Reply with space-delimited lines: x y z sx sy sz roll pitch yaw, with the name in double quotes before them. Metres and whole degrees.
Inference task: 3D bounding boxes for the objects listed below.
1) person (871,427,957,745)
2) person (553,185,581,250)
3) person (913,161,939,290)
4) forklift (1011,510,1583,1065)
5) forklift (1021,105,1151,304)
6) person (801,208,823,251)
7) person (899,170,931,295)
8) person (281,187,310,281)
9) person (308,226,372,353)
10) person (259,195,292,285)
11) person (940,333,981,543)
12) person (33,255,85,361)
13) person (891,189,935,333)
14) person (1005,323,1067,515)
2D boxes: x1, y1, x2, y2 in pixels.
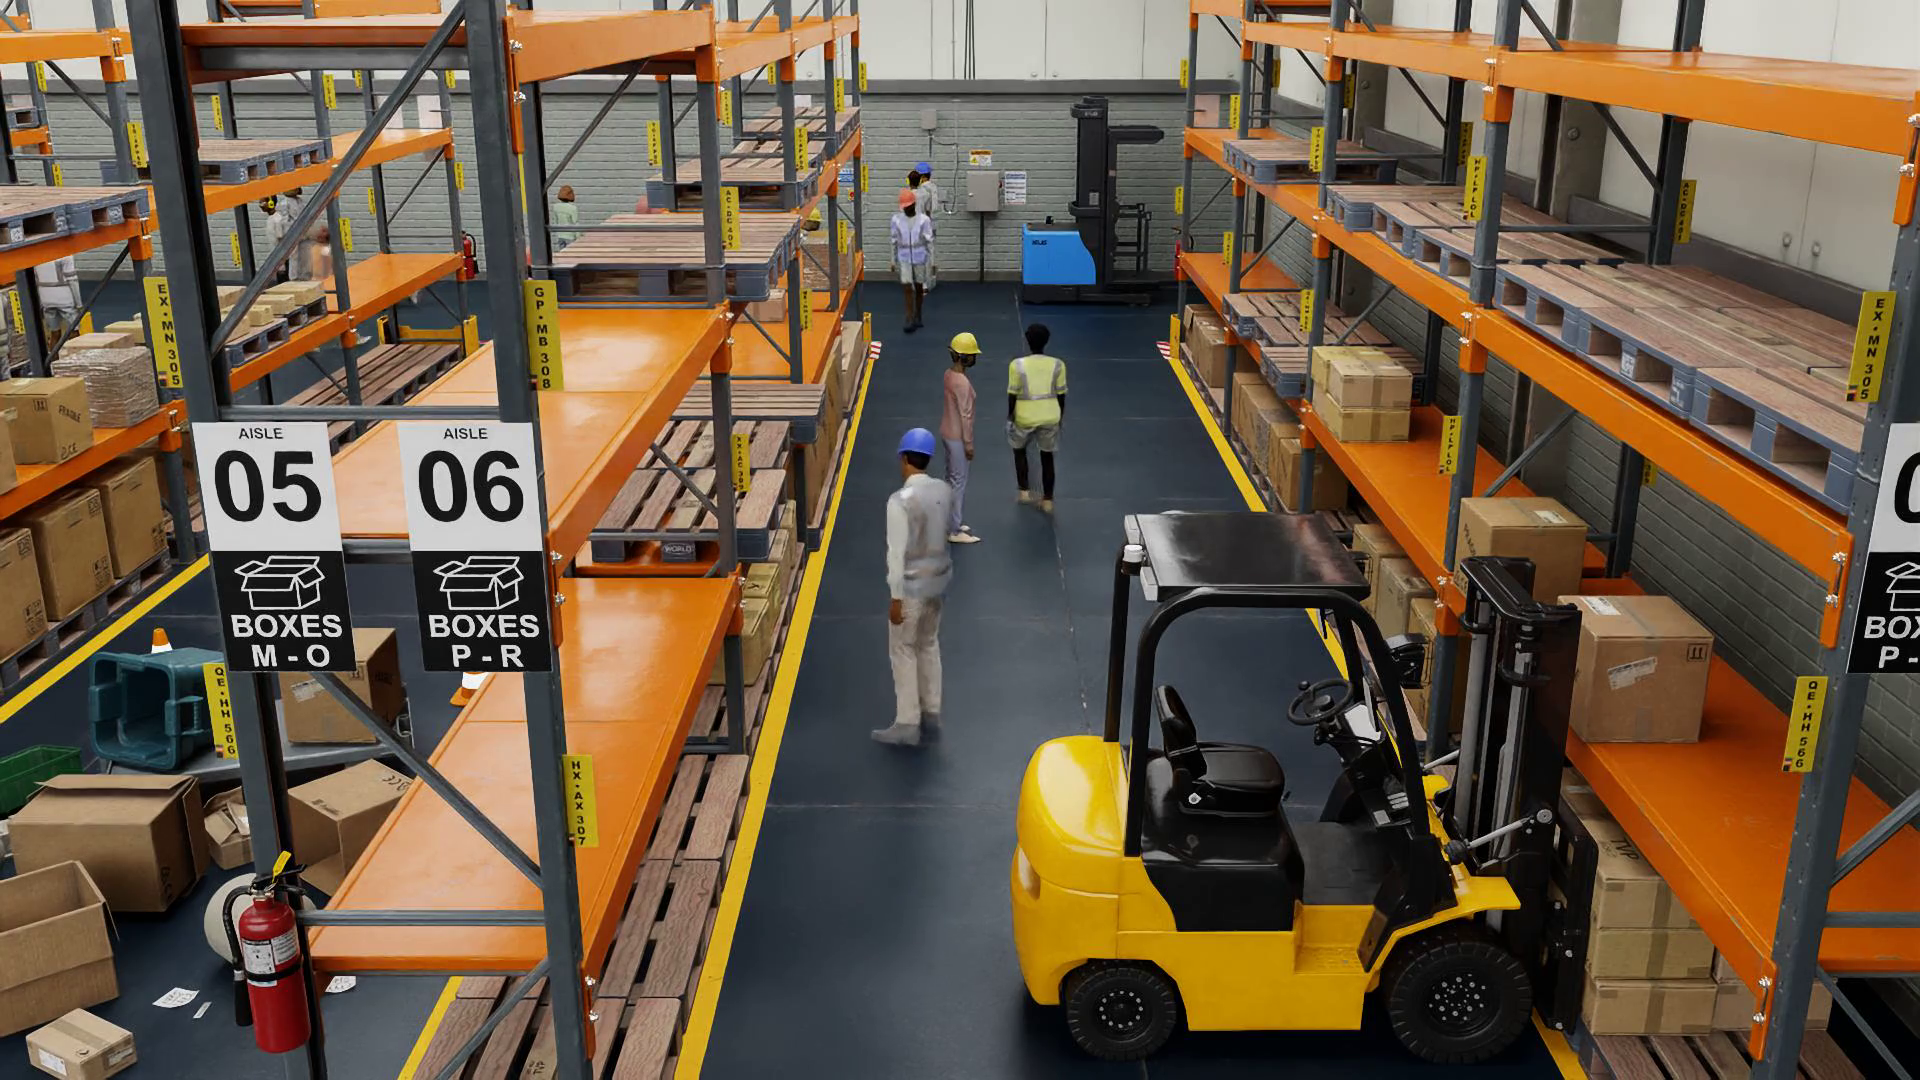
"person" -0.285 0.275 10.204 0.438 1.896 0.749 11 21 30
"person" -5.948 -4.556 25.241 0.503 1.628 0.276 12 22 32
"person" -0.521 -4.810 25.495 0.389 1.949 0.602 6 19 17
"forklift" 1.387 1.055 7.378 2.313 2.155 1.214 0 18 0
"forklift" 1.857 -4.944 24.441 1.873 2.768 1.129 0 18 0
"person" -1.932 -3.476 21.807 0.325 1.731 0.490 0 18 -2
"person" -0.683 -4.629 25.073 0.531 1.869 0.310 -5 19 -16
"person" -10.064 -4.635 25.288 0.320 1.742 0.492 5 19 14
"person" -8.019 -3.188 21.147 0.581 1.591 0.875 14 23 37
"person" -9.253 -3.803 22.605 0.338 1.860 0.498 -12 22 -32
"person" 0.011 -0.851 13.829 0.341 1.760 0.530 -5 19 -16
"person" -10.509 -2.782 19.409 0.557 1.923 0.391 1 18 3
"person" -0.638 -3.770 22.444 0.589 1.929 0.590 1 18 2
"person" 0.659 -1.063 14.590 0.594 1.669 0.530 -5 19 -14
